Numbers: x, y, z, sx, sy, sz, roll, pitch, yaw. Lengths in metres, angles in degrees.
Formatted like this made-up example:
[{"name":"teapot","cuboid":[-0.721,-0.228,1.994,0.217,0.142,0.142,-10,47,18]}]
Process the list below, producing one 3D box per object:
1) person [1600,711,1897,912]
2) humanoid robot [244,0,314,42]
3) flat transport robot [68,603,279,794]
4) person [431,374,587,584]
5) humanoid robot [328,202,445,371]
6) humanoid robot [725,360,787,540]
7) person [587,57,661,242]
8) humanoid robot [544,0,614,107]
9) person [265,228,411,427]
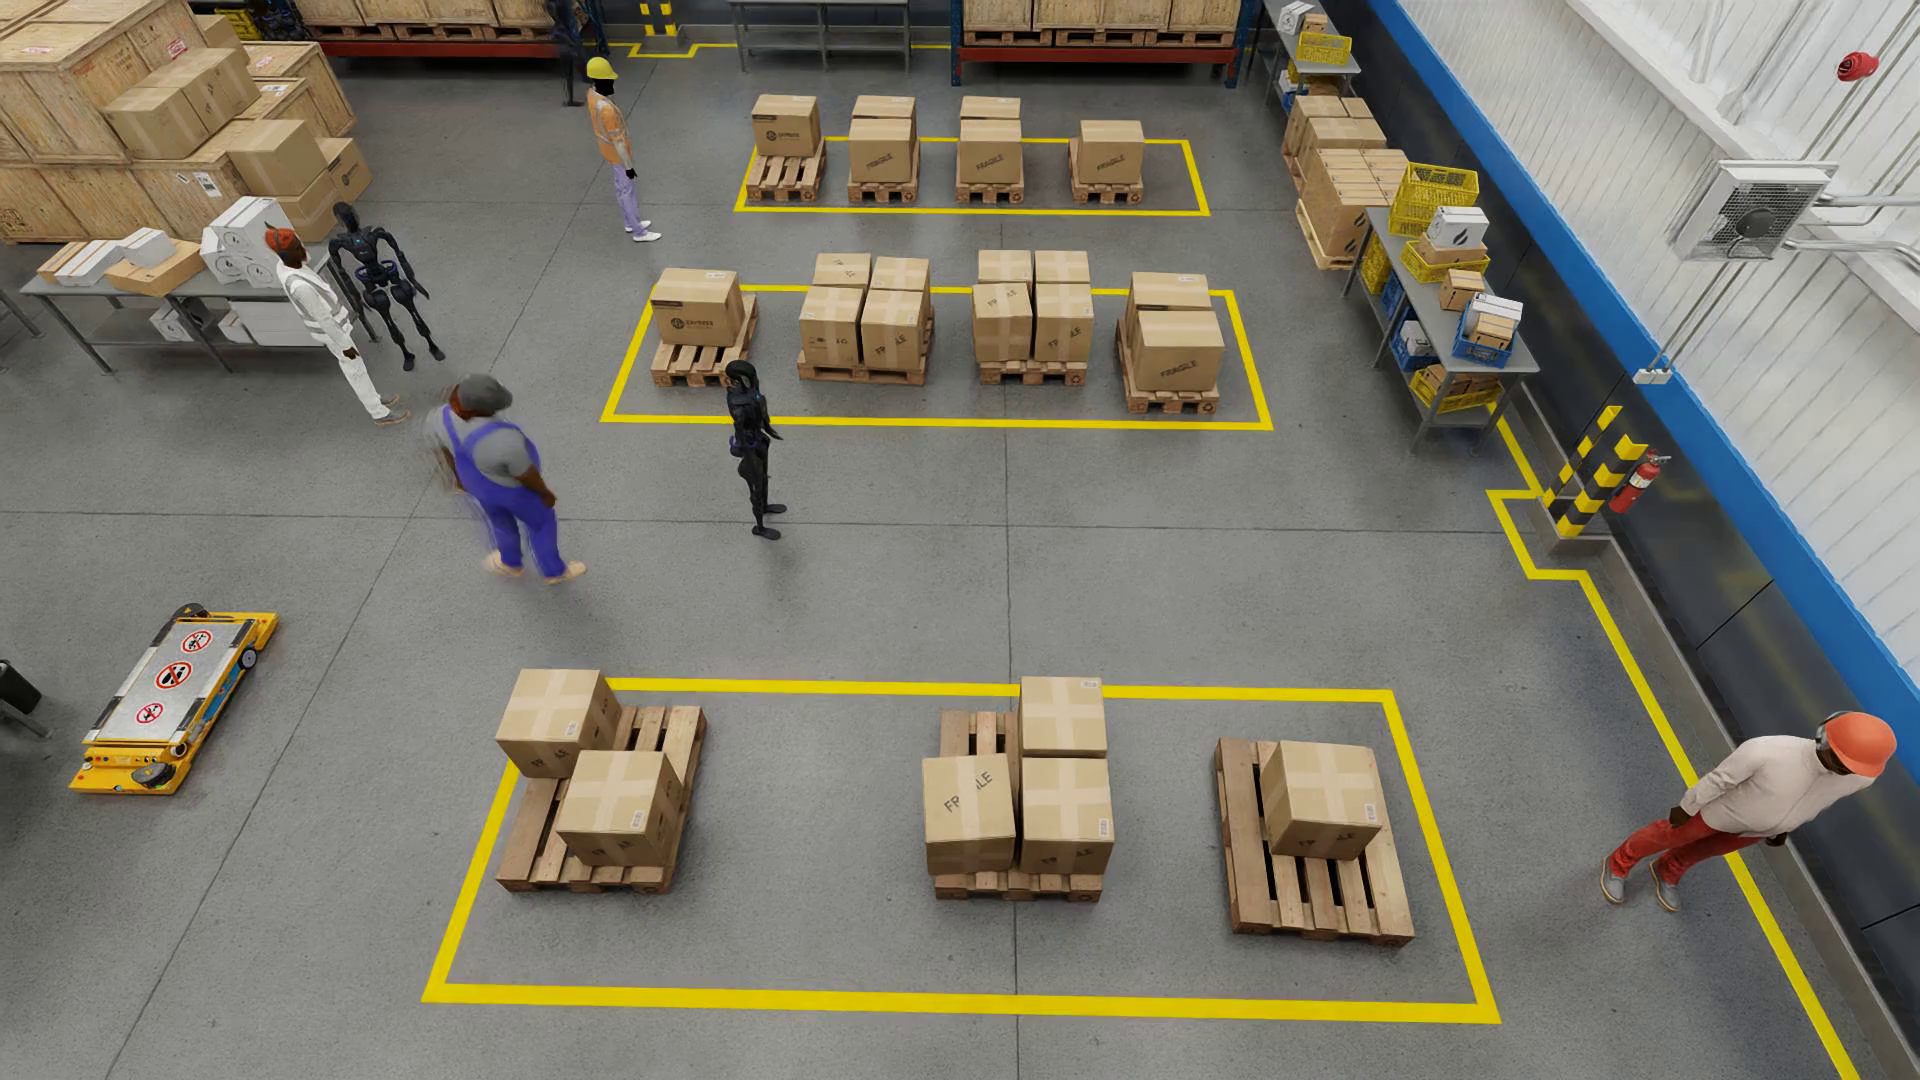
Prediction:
[{"name":"person","cuboid":[4.231,1.491,4.976,0.610,1.994,0.376,8,50,7]},{"name":"humanoid robot","cuboid":[-9.032,-6.830,12.212,0.608,1.660,0.312,-33,57,-24]},{"name":"flat transport robot","cuboid":[-5.504,1.072,6.442,0.652,0.197,1.431,1,50,1]},{"name":"person","cuboid":[-3.319,-0.474,6.608,0.862,2.000,0.536,15,52,13]},{"name":"humanoid robot","cuboid":[-5.260,-2.309,8.390,0.609,1.657,0.314,-25,54,-20]},{"name":"humanoid robot","cuboid":[-1.565,-0.711,7.036,0.315,1.657,0.603,4,50,4]},{"name":"person","cuboid":[-3.629,-4.137,9.783,0.374,1.922,0.591,-25,54,-20]},{"name":"humanoid robot","cuboid":[-5.067,-6.496,11.955,0.712,1.629,0.603,0,50,0]},{"name":"person","cuboid":[-5.335,-1.787,7.821,0.340,1.881,0.582,-32,57,-24]}]
